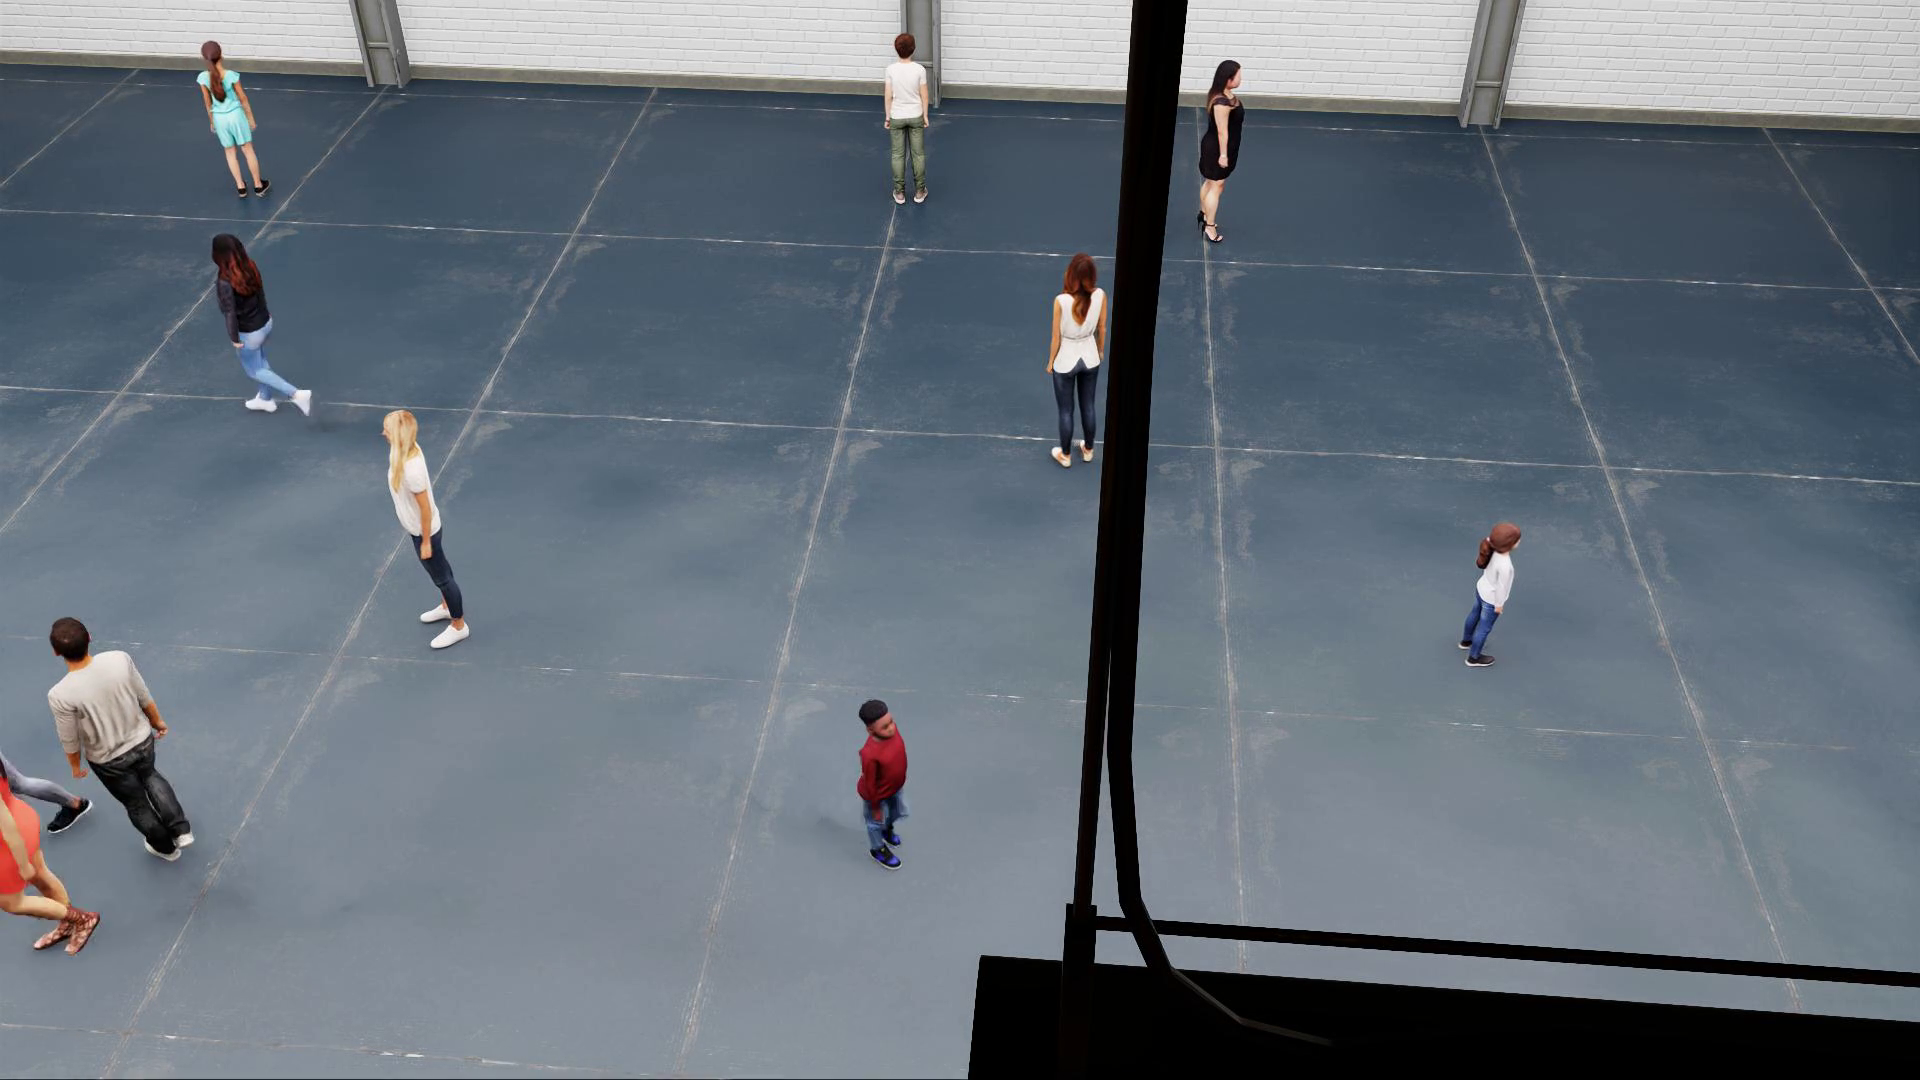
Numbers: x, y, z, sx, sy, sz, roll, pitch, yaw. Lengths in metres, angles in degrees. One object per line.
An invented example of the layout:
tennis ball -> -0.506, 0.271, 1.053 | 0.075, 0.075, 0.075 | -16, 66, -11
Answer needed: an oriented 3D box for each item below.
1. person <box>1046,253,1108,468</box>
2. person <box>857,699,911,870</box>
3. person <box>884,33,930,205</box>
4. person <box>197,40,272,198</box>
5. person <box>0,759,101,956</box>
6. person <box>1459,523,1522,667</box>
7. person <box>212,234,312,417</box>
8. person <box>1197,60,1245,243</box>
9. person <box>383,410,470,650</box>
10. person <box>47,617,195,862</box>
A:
person -> 0.880, -1.332, 12.456 | 0.595, 1.785, 0.736 | -11, 40, -13
person -> -0.495, 1.377, 9.496 | 0.630, 1.247, 0.592 | 22, 43, 25
person -> -0.516, -4.040, 15.954 | 0.505, 1.653, 0.669 | -2, 39, -2
person -> -7.038, -4.054, 16.049 | 0.577, 1.556, 0.695 | -6, 39, -8
person -> -4.969, 1.565, 8.888 | 0.783, 1.711, 0.734 | -21, 43, -24
person -> 3.480, 0.334, 10.912 | 0.491, 1.110, 0.464 | -2, 39, -3
person -> -5.466, -1.633, 12.970 | 0.975, 1.614, 0.711 | 8, 39, 10
person -> 2.380, -3.596, 15.351 | 0.620, 1.712, 0.665 | -1, 39, -1
person -> -3.500, -0.091, 10.884 | 0.673, 1.809, 0.674 | -16, 41, -19
person -> -4.637, 1.180, 9.298 | 0.845, 1.802, 0.811 | 23, 44, 26
